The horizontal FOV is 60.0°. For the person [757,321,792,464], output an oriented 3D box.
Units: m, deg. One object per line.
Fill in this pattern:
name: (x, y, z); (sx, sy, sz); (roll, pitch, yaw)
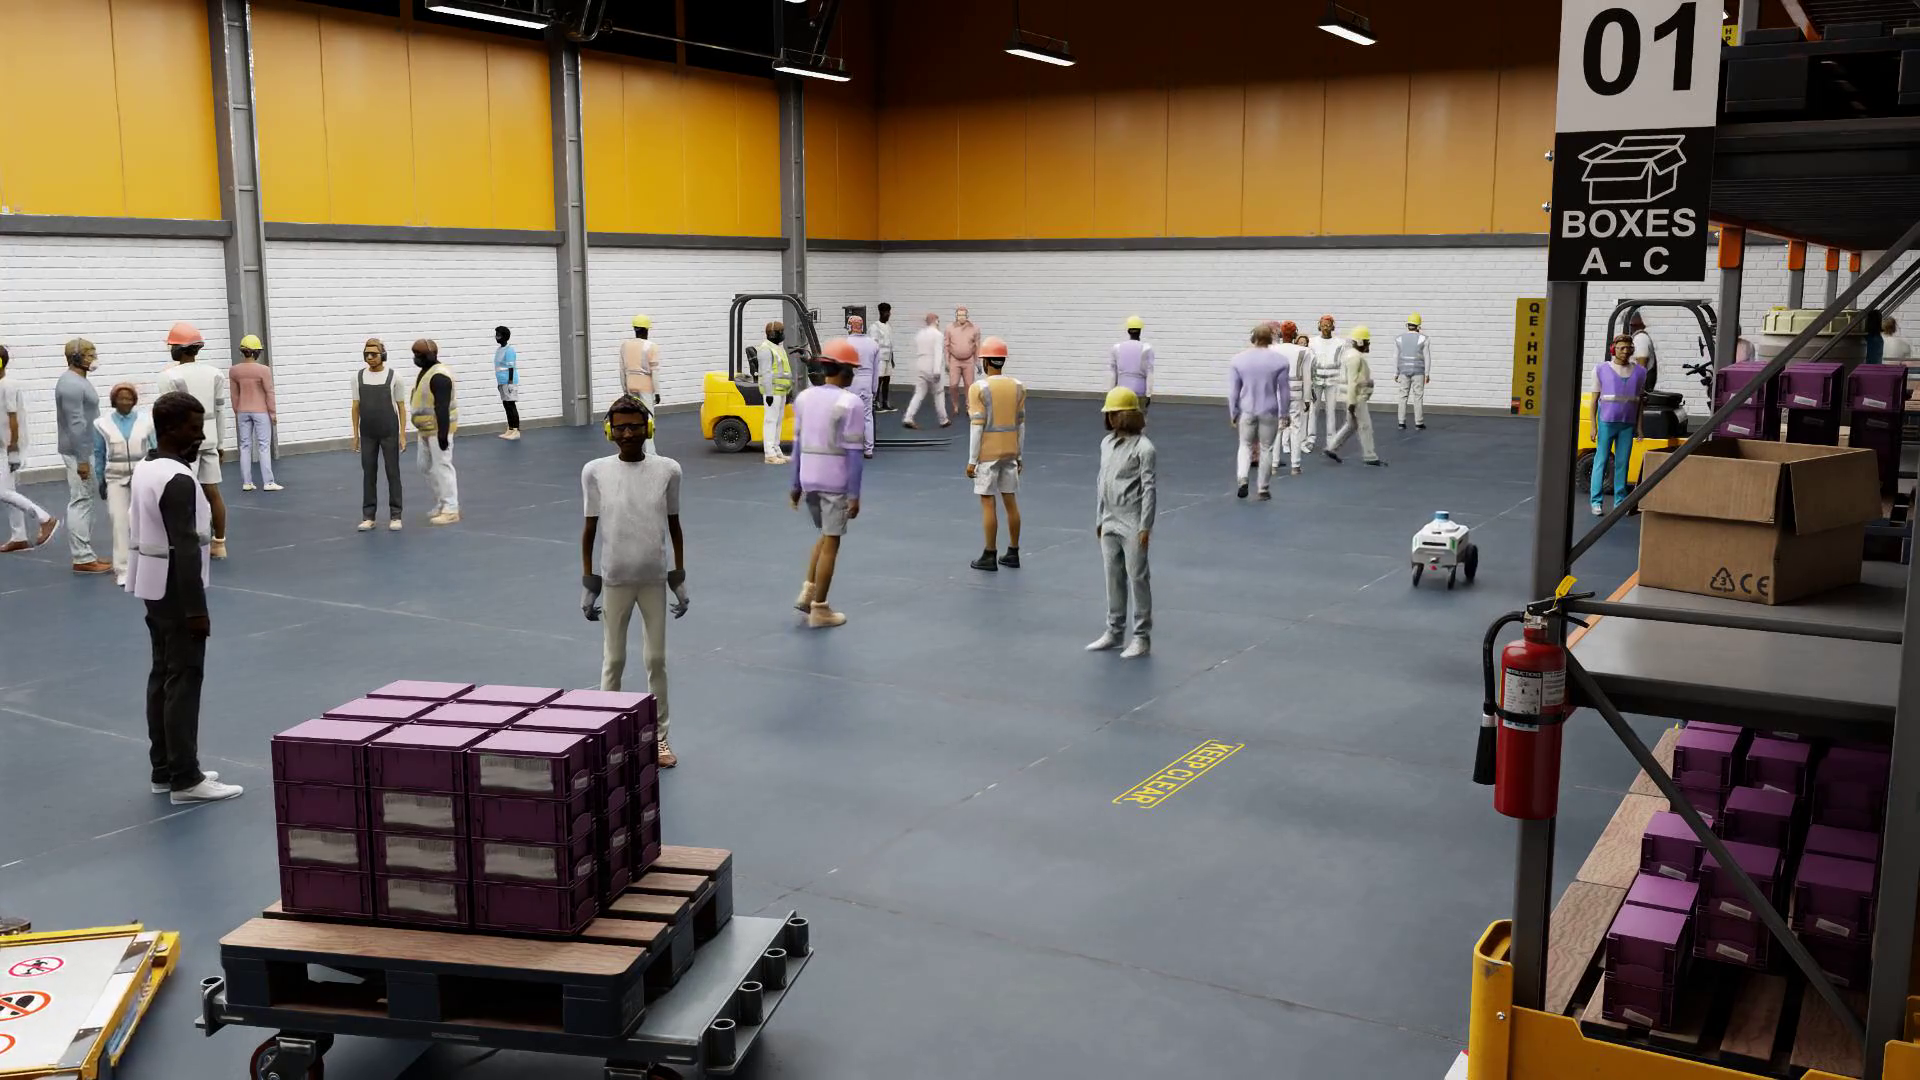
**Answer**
person: (-2.388, -1.907, 21.547); (0.429, 1.841, 0.633); (2, 9, 10)

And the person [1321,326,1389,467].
person: (5.045, -1.830, 21.191); (0.819, 1.804, 0.608); (2, 9, 13)

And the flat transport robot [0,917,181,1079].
flat transport robot: (-2.921, 1.501, 5.159); (0.652, 0.197, 1.431); (-2, 9, -14)

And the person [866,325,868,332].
person: (-1.522, -2.516, 25.575); (0.523, 1.769, 0.323); (-7, 11, -36)

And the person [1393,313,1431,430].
person: (7.128, -2.649, 26.198); (0.588, 1.835, 0.403); (6, 11, 32)

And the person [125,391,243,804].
person: (-3.659, 0.274, 7.747); (0.383, 1.901, 0.591); (-8, 12, -39)

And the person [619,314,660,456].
person: (-4.163, -1.978, 21.722); (0.589, 1.927, 0.388); (4, 10, 24)

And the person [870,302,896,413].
person: (-1.361, -3.232, 29.482); (0.394, 1.954, 0.609); (5, 11, 30)

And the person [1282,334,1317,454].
person: (4.642, -2.002, 22.759); (0.514, 1.641, 0.315); (-2, 9, -12)

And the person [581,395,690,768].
person: (-1.607, 0.214, 8.222); (0.531, 1.869, 0.310); (-3, 9, -15)

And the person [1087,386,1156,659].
person: (1.036, -0.113, 10.659); (0.324, 1.741, 0.492); (-6, 11, -35)

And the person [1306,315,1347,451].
person: (5.034, -2.158, 22.987); (0.574, 1.882, 0.356); (2, 9, 11)

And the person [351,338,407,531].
person: (-5.538, -1.000, 15.870); (0.507, 1.846, 0.351); (-1, 9, -3)

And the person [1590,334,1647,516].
person: (6.667, -1.165, 16.897); (0.567, 1.847, 0.389); (-1, 9, -4)

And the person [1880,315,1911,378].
person: (11.995, -1.965, 21.652); (0.641, 1.926, 0.668); (2, 9, 14)

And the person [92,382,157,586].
person: (-6.661, -0.477, 13.367); (0.520, 1.600, 0.800); (-4, 10, -26)

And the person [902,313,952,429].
person: (-0.501, -2.674, 26.359); (0.686, 1.844, 0.954); (9, 13, 43)

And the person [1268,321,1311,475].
person: (3.987, -1.734, 20.330); (0.585, 1.882, 0.344); (1, 9, 9)

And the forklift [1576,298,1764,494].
forklift: (7.954, -1.589, 18.462); (2.313, 2.155, 1.214); (5, 11, 30)

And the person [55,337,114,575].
person: (-7.183, -0.686, 13.621); (0.355, 1.936, 0.635); (-4, 10, -24)

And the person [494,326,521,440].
person: (-6.718, -2.326, 24.635); (0.321, 1.694, 0.535); (-6, 11, -33)

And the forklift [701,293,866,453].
forklift: (-2.458, -2.344, 23.176); (2.313, 2.155, 1.214); (0, 9, -2)

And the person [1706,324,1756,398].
person: (10.870, -2.197, 23.500); (0.620, 1.807, 0.931); (1, 9, 7)

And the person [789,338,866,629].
person: (-0.903, -0.390, 11.589); (0.625, 2.010, 0.566); (7, 12, 38)

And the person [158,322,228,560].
person: (-6.488, -0.811, 14.058); (0.362, 2.048, 0.613); (4, 10, 25)

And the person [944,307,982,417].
person: (0.055, -3.039, 28.484); (0.658, 1.890, 0.435); (0, 9, 1)

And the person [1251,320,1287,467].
person: (3.875, -1.845, 21.078); (0.656, 1.867, 0.663); (-4, 10, -26)

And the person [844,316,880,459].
person: (-1.375, -2.009, 22.008); (0.640, 1.902, 0.402); (-7, 11, -36)

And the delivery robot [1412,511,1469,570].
delivery robot: (3.826, 0.016, 13.224); (0.477, 0.478, 0.707); (4, 9, 24)

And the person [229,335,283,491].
person: (-7.952, -1.423, 18.758); (0.522, 1.768, 0.311); (1, 9, 9)

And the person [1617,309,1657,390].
person: (9.207, -2.194, 22.715); (1.017, 2.000, 0.765); (3, 10, 20)

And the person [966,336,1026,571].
person: (0.280, -0.714, 13.797); (0.549, 1.936, 0.376); (-6, 11, -34)

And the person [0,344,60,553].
person: (-8.317, -0.801, 14.603); (0.466, 1.852, 0.553); (-8, 12, -40)

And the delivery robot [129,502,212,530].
delivery robot: (-6.943, -0.204, 14.628); (0.707, 0.478, 0.477); (-3, 10, -20)

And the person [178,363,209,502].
person: (-7.299, -0.901, 15.914); (0.266, 1.631, 0.507); (-6, 11, -34)

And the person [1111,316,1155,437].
person: (2.246, -1.952, 21.612); (0.593, 1.907, 0.578); (3, 9, 16)

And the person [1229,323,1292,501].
person: (3.228, -1.366, 17.892); (0.653, 1.927, 0.523); (4, 10, 21)

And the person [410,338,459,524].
person: (-5.170, -1.066, 16.348); (0.430, 1.833, 0.651); (-6, 11, -33)
